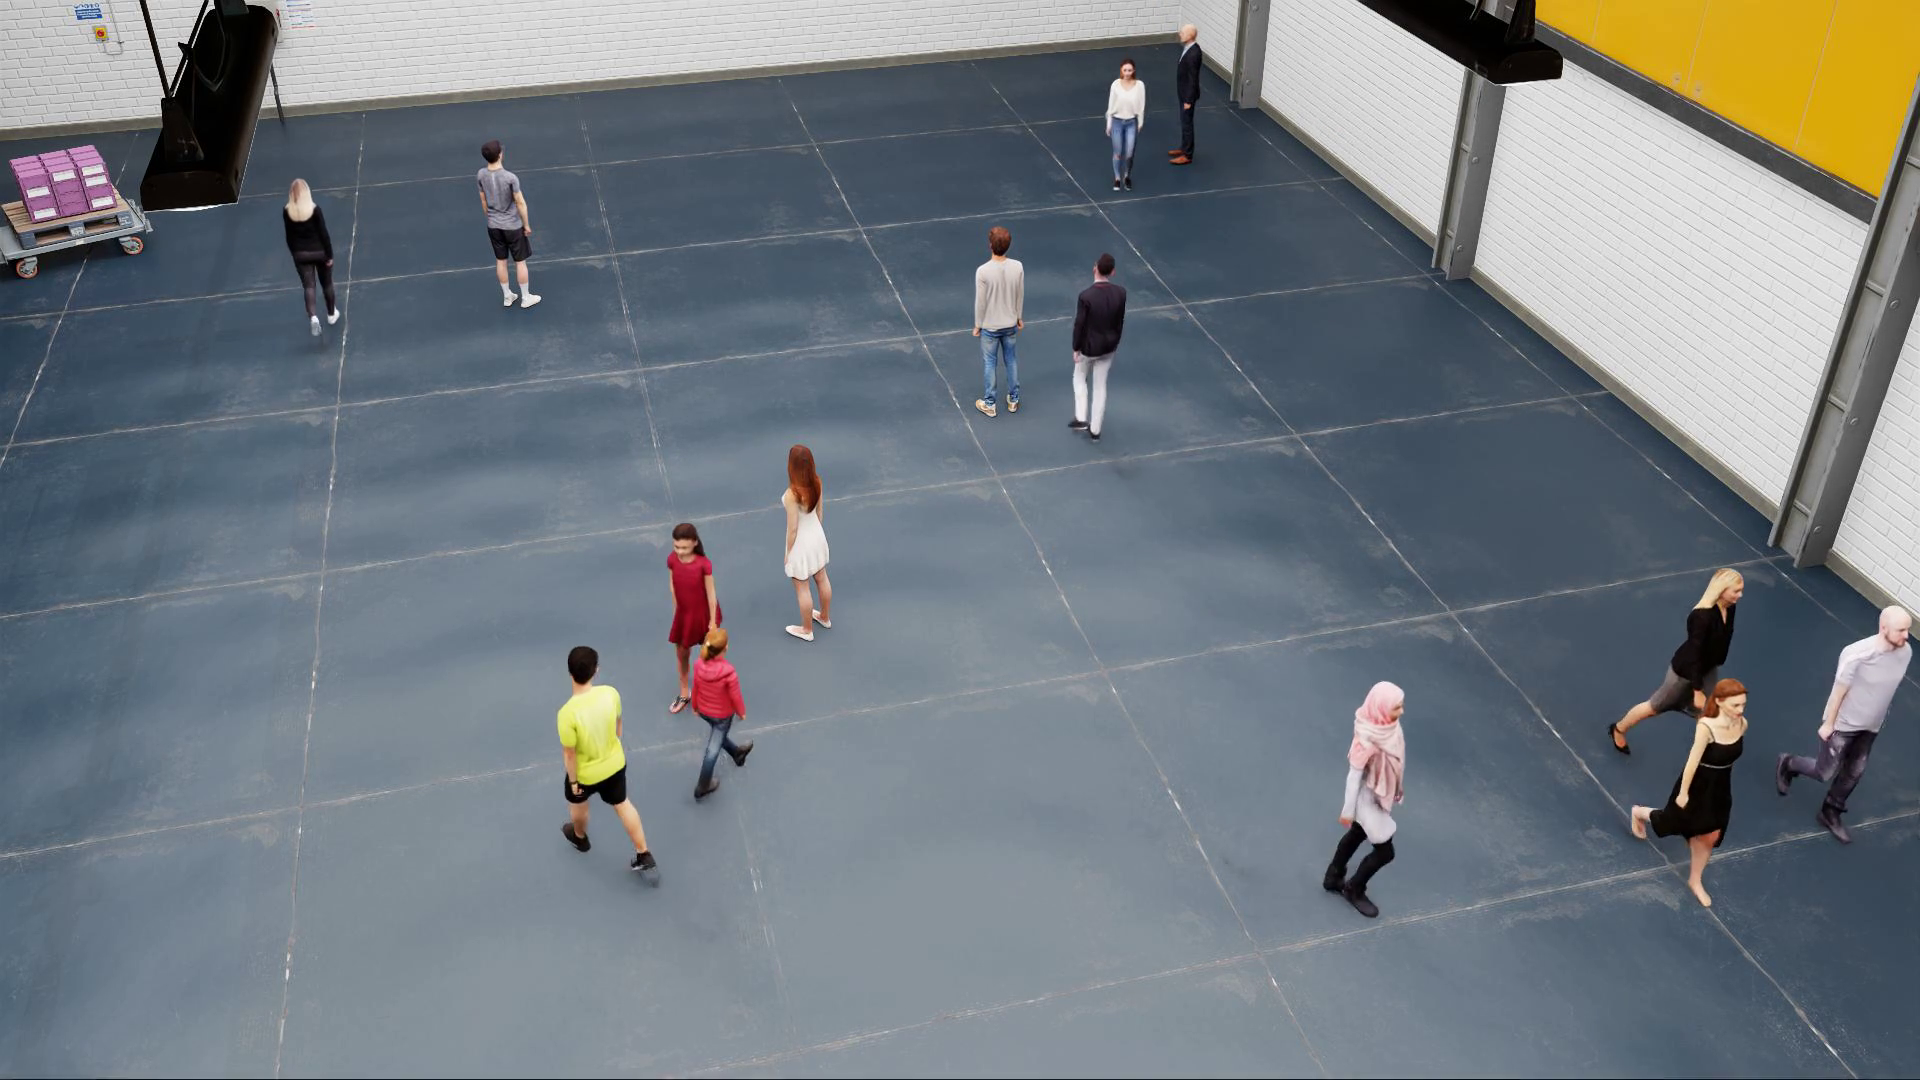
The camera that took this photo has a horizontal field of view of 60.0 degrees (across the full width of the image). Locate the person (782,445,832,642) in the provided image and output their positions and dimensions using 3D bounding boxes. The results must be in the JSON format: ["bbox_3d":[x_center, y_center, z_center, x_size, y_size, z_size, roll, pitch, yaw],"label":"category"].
[{"bbox_3d":[-1.198,0.011,12.946,0.690,1.712,0.651,24,40,31],"label":"person"}]

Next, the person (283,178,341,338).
[{"bbox_3d":[-6.805,-2.925,17.406,0.660,1.665,1.024,-5,34,-7],"label":"person"}]

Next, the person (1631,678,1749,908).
[{"bbox_3d":[4.743,1.536,10.751,0.562,1.602,0.992,-8,35,-13],"label":"person"}]

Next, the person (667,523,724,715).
[{"bbox_3d":[-1.938,0.479,12.405,0.751,1.531,0.897,5,34,8],"label":"person"}]

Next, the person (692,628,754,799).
[{"bbox_3d":[-1.731,1.241,11.488,0.864,1.277,0.891,19,38,26],"label":"person"}]

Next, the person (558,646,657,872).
[{"bbox_3d":[-2.295,1.477,10.777,0.919,1.671,1.156,-26,42,-34],"label":"person"}]

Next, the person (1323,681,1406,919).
[{"bbox_3d":[2.487,1.594,10.496,0.852,1.789,0.791,17,37,24],"label":"person"}]

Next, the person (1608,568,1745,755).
[{"bbox_3d":[4.938,0.936,11.477,0.883,1.798,1.218,-22,40,-30],"label":"person"}]

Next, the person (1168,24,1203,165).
[{"bbox_3d":[2.964,-5.808,21.623,0.812,1.798,0.621,1,34,2],"label":"person"}]

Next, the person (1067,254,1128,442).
[{"bbox_3d":[1.323,-1.738,15.484,0.666,1.815,0.629,-9,35,-13],"label":"person"}]

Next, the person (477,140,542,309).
[{"bbox_3d":[-4.911,-3.405,17.942,0.740,1.871,0.736,8,34,12],"label":"person"}]

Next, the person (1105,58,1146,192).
[{"bbox_3d":[2.052,-5.219,20.845,0.712,1.678,0.704,4,34,7],"label":"person"}]

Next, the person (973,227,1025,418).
[{"bbox_3d":[0.376,-2.081,15.921,0.657,1.903,0.580,-11,35,-15],"label":"person"}]

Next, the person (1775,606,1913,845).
[{"bbox_3d":[5.918,1.159,11.122,0.684,1.820,0.901,-7,34,-10],"label":"person"}]
